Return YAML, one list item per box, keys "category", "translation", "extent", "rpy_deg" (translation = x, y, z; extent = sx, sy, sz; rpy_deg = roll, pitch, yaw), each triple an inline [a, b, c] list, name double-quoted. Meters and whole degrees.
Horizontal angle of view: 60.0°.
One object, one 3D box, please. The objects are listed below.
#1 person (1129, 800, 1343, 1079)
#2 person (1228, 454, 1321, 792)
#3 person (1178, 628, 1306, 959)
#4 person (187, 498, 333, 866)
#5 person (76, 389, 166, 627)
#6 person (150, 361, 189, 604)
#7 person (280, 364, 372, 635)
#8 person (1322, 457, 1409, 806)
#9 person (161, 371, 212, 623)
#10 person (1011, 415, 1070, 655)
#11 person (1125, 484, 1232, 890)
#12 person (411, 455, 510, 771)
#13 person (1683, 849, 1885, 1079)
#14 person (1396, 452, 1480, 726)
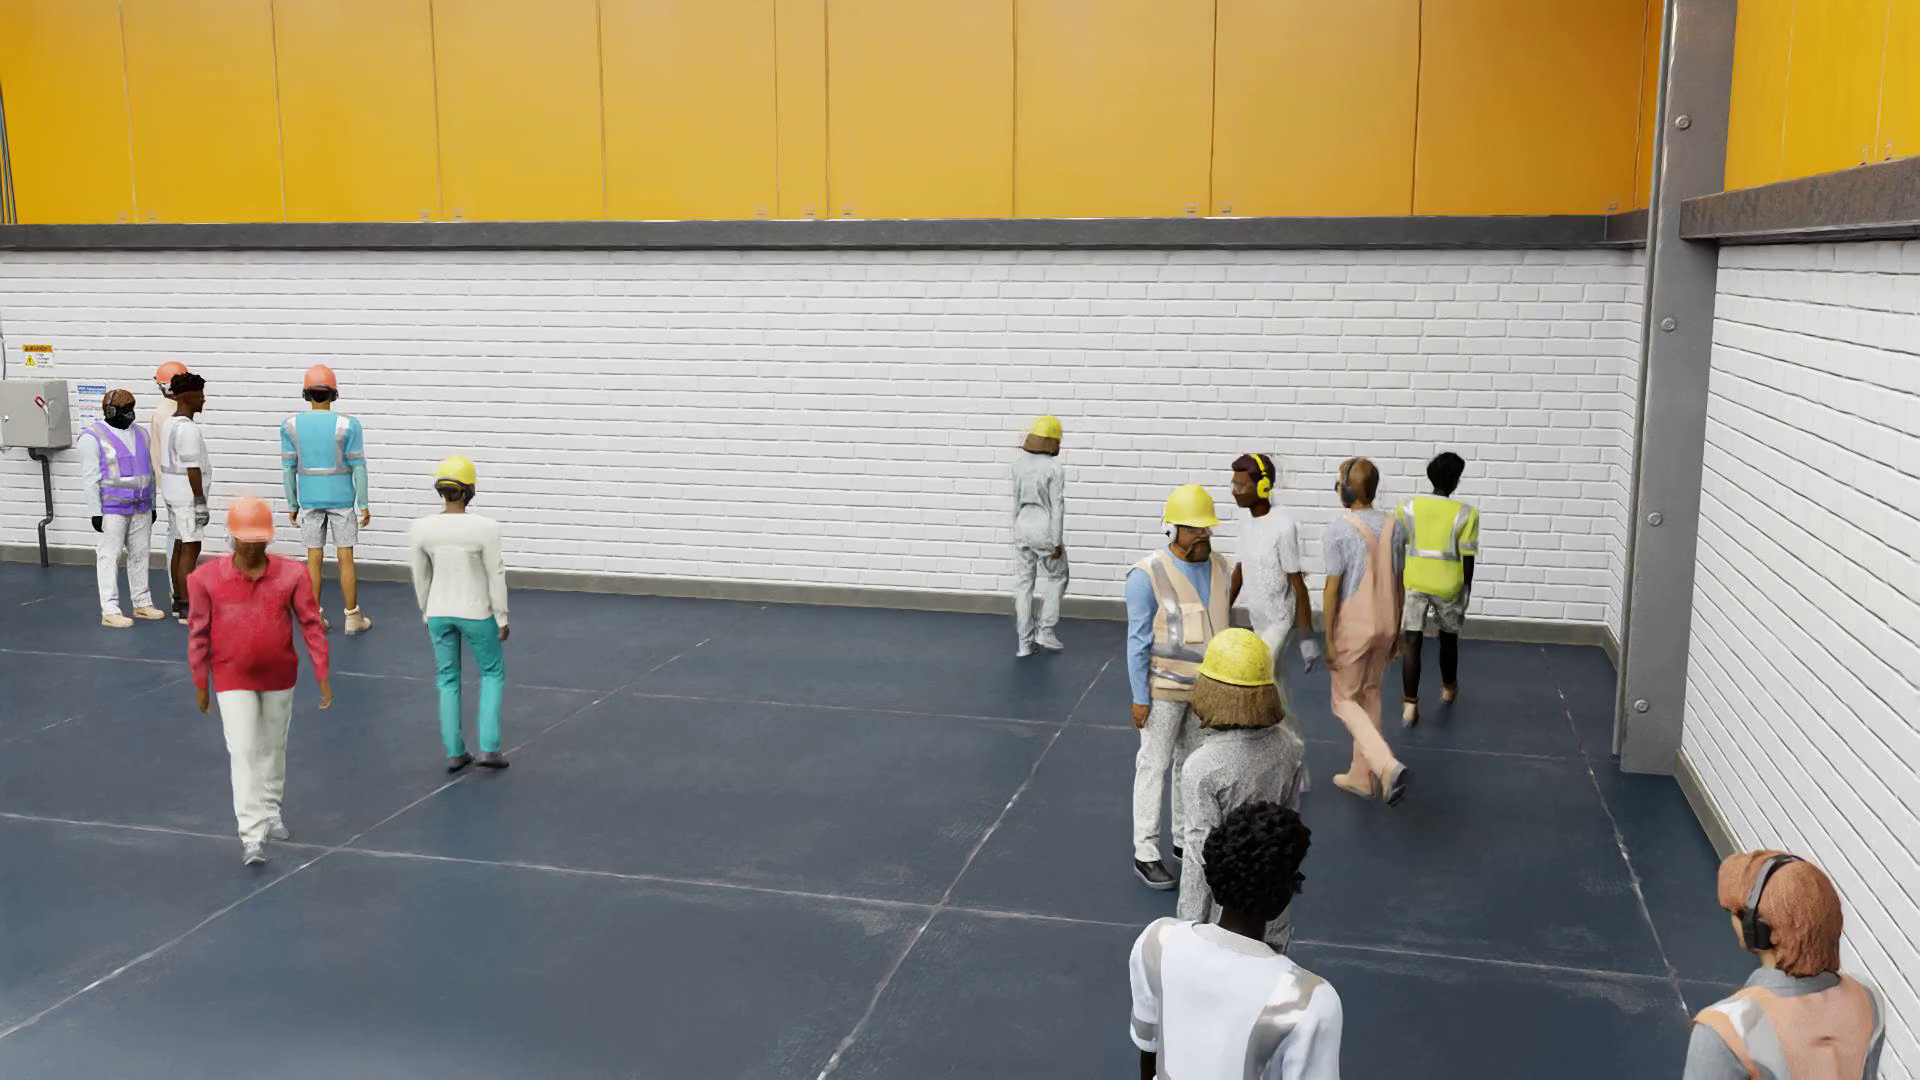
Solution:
- category: "person"
  translation: [0.593, 1.391, 3.628]
  extent: [0.539, 1.686, 0.319]
  rpy_deg: [9, 13, 43]
- category: "person"
  translation: [1.536, 0.473, 8.589]
  extent: [0.740, 1.834, 0.601]
  rpy_deg: [-3, 10, -17]
- category: "person"
  translation: [0.823, 1.122, 5.042]
  extent: [0.484, 1.744, 0.295]
  rpy_deg: [-8, 12, -39]
- category: "person"
  translation: [-3.281, 0.660, 7.844]
  extent: [0.595, 1.710, 0.844]
  rpy_deg: [-6, 11, -31]
- category: "person"
  translation: [-6.466, -0.249, 12.866]
  extent: [0.430, 1.838, 0.632]
  rpy_deg: [4, 10, 23]
- category: "person"
  translation: [-6.433, -0.475, 13.703]
  extent: [0.382, 1.993, 0.622]
  rpy_deg: [-4, 11, -24]
- category: "person"
  translation: [-4.747, -0.295, 12.504]
  extent: [0.615, 2.042, 0.375]
  rpy_deg: [-1, 10, -4]
- category: "person"
  translation: [2.120, 0.495, 8.524]
  extent: [0.503, 1.826, 0.640]
  rpy_deg: [-4, 10, -20]
- category: "person"
  translation: [-6.029, -0.336, 13.009]
  extent: [0.384, 1.956, 0.605]
  rpy_deg: [-7, 12, -35]
- category: "person"
  translation: [0.576, -0.034, 11.905]
  extent: [0.504, 1.711, 0.486]
  rpy_deg: [8, 12, 39]
- category: "person"
  translation: [1.017, 0.651, 7.551]
  extent: [0.592, 1.832, 0.404]
  rpy_deg: [-7, 12, -34]
- category: "person"
  translation: [-2.736, 0.414, 9.141]
  extent: [0.553, 1.761, 0.338]
  rpy_deg: [1, 10, 9]
- category: "person"
  translation: [1.681, 1.447, 3.459]
  extent: [0.527, 1.635, 0.316]
  rpy_deg: [-4, 11, -24]
- category: "person"
  translation: [2.933, 0.277, 10.281]
  extent: [0.551, 1.645, 0.878]
  rpy_deg: [4, 11, 24]
